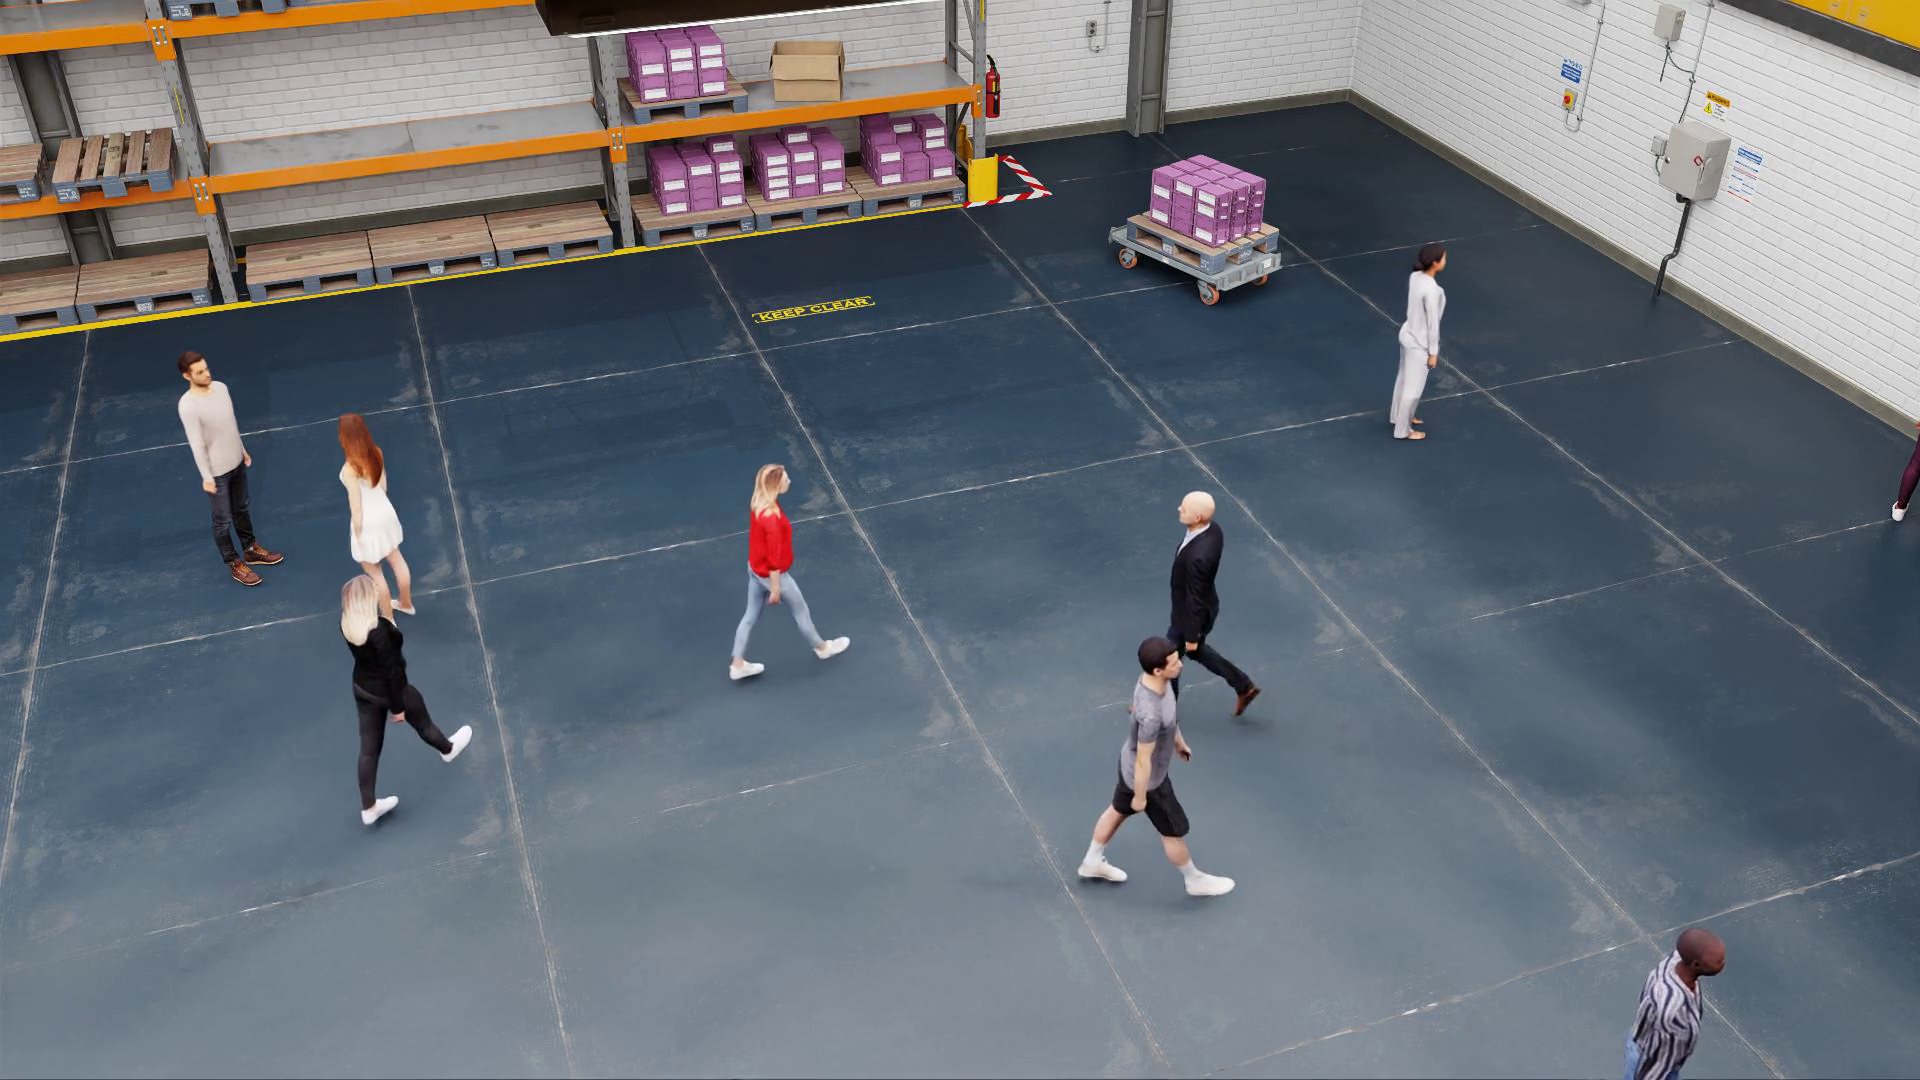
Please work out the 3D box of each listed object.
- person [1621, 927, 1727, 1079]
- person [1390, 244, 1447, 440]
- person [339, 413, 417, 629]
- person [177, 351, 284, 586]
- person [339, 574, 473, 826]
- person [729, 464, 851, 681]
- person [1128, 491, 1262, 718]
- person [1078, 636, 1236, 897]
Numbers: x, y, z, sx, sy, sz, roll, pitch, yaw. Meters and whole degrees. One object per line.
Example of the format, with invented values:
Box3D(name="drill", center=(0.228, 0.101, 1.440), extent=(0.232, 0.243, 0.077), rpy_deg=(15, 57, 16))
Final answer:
Box3D(name="person", center=(3.131, 2.455, 7.762), extent=(0.876, 1.779, 0.825), rpy_deg=(12, 35, 17))
Box3D(name="person", center=(3.846, -1.670, 14.006), extent=(0.678, 1.735, 0.694), rpy_deg=(-2, 34, -4))
Box3D(name="person", center=(-4.108, -0.138, 11.722), extent=(0.717, 1.712, 0.667), rpy_deg=(12, 35, 17))
Box3D(name="person", center=(-5.421, -0.554, 12.209), extent=(0.756, 1.867, 0.748), rpy_deg=(7, 34, 10))
Box3D(name="person", center=(-3.566, 0.996, 10.084), extent=(1.098, 1.638, 1.215), rpy_deg=(18, 38, 25))
Box3D(name="person", center=(-1.350, 0.252, 11.188), extent=(1.117, 1.653, 0.701), rpy_deg=(-15, 36, -21))
Box3D(name="person", center=(1.590, 0.480, 10.733), extent=(1.216, 1.778, 1.077), rpy_deg=(8, 34, 12))
Box3D(name="person", center=(0.967, 1.291, 9.460), extent=(1.259, 1.836, 1.034), rpy_deg=(4, 34, 7))
